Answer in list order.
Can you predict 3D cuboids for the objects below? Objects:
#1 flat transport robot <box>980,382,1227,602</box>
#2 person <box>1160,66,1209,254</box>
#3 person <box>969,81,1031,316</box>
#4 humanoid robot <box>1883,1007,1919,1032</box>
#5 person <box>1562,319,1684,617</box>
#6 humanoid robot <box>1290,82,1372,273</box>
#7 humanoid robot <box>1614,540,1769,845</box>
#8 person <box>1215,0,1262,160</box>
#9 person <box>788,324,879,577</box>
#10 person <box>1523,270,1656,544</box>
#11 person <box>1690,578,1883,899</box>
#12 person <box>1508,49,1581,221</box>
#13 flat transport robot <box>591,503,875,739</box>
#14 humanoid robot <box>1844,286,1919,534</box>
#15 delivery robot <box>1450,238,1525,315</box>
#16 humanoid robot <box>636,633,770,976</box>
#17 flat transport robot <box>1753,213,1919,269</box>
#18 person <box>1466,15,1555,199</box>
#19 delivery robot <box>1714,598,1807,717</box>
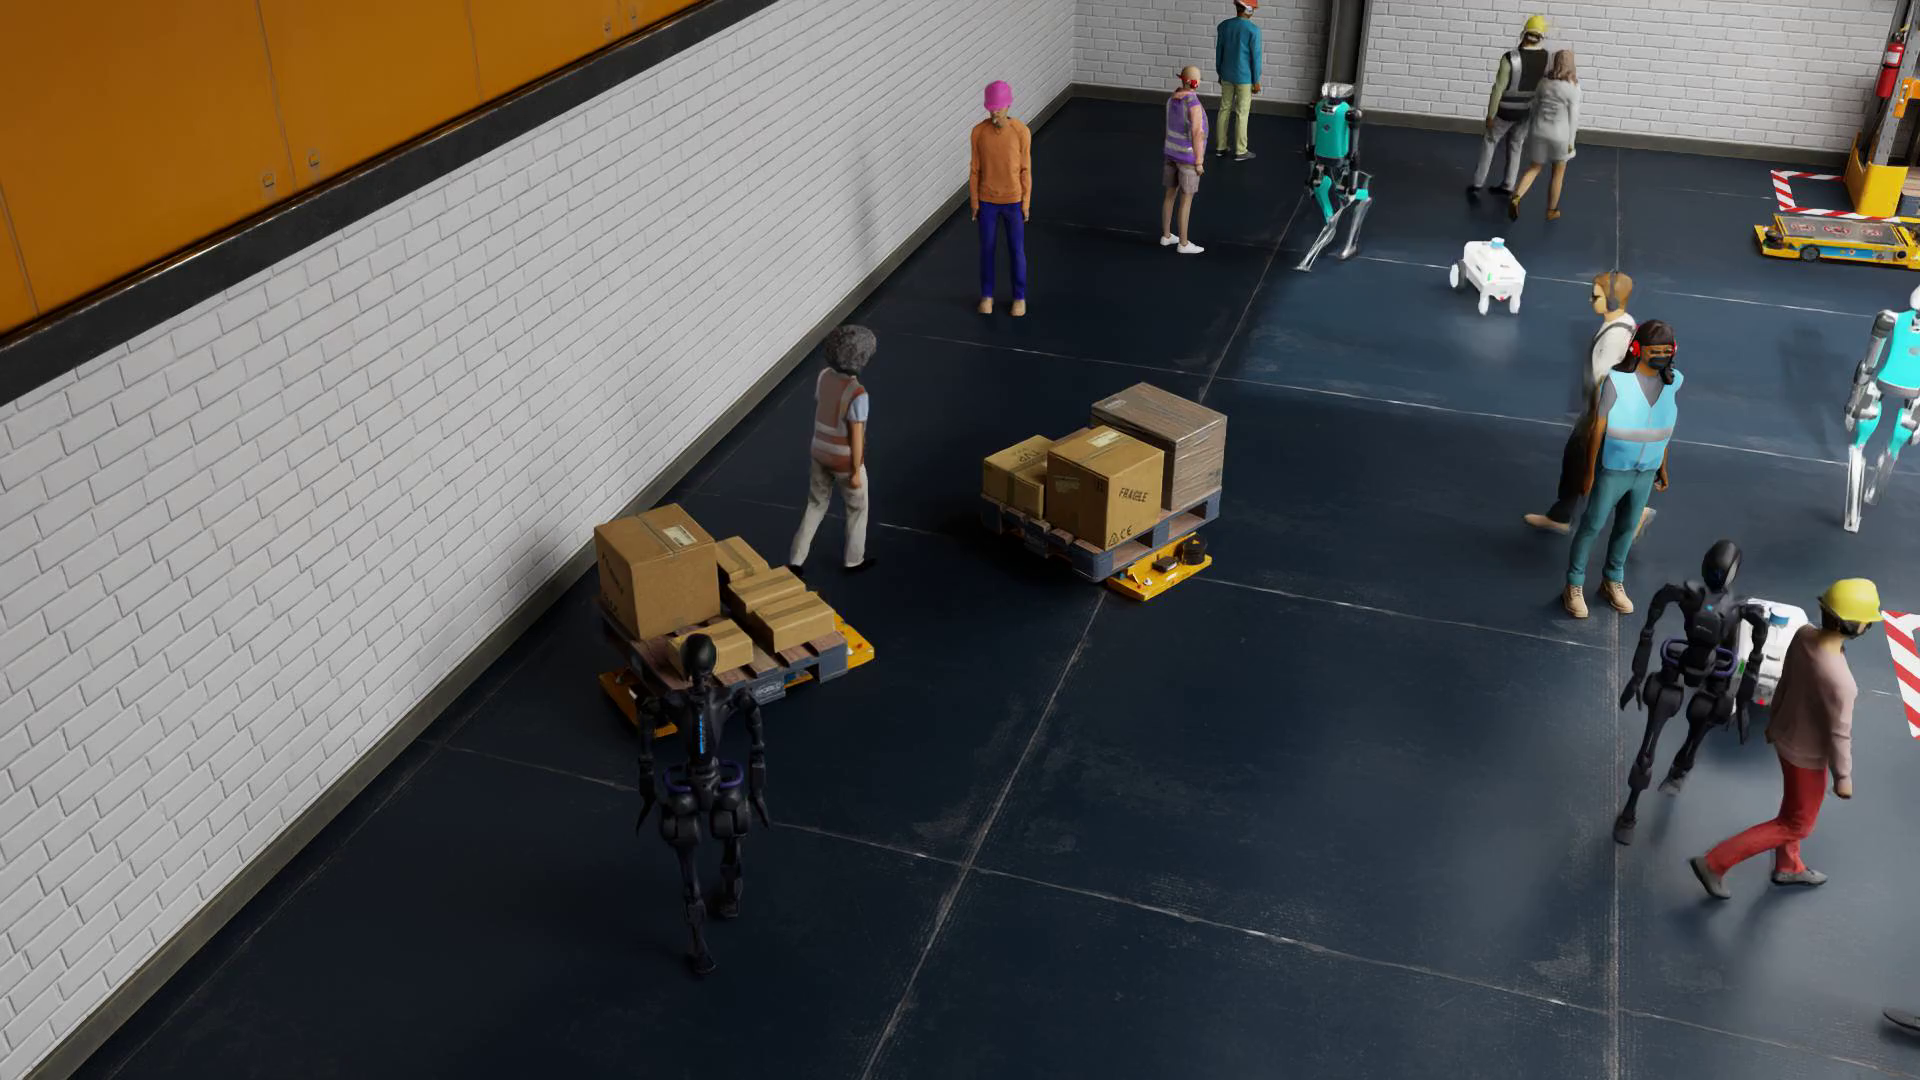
[{"bbox_3d":[0.863,-0.055,10.718,0.659,0.231,1.431,-26,39,-37],"label":"flat transport robot"},{"bbox_3d":[2.023,-3.442,15.074,0.347,1.694,0.482,-16,34,-25],"label":"person"},{"bbox_3d":[0.326,-2.816,13.745,0.515,1.972,0.404,5,31,8],"label":"person"},{"bbox_3d":[4.256,1.526,6.657,0.629,1.643,0.598,15,33,23],"label":"humanoid robot"},{"bbox_3d":[3.897,-0.417,9.757,0.541,1.865,0.378,-5,31,-8],"label":"person"},{"bbox_3d":[3.363,-3.181,14.645,0.547,1.768,1.062,26,39,37],"label":"humanoid robot"},{"bbox_3d":[3.566,0.702,8.108,0.606,1.650,0.728,16,34,25],"label":"humanoid robot"},{"bbox_3d":[2.939,-4.887,17.483,0.336,1.741,0.562,-27,40,-37],"label":"person"},{"bbox_3d":[-0.797,-0.491,10.089,0.458,1.656,0.632,26,39,36],"label":"person"},{"bbox_3d":[4.091,-0.798,10.449,0.706,1.822,0.540,14,33,22],"label":"person"},{"bbox_3d":[3.823,0.935,7.569,0.674,1.742,0.532,4,31,7],"label":"person"},{"bbox_3d":[5.563,-3.806,15.746,0.506,1.642,0.621,23,38,34],"label":"person"},{"bbox_3d":[-1.266,0.682,9.465,1.431,0.231,0.659,-19,35,-29],"label":"flat transport robot"},{"bbox_3d":[6.002,-0.853,10.715,0.553,1.846,0.892,16,34,25],"label":"humanoid robot"},{"bbox_3d":[4.556,-2.296,14.243,0.499,0.589,0.784,-1,30,-1],"label":"delivery robot"},{"bbox_3d":[-1.148,1.119,7.344,0.593,1.641,0.628,-6,31,-10],"label":"humanoid robot"},{"bbox_3d":[8.120,-2.743,15.292,1.431,0.231,0.659,8,31,13],"label":"flat transport robot"},{"bbox_3d":[5.386,-4.214,16.285,0.660,1.800,0.501,-8,31,-14],"label":"person"},{"bbox_3d":[4.487,0.644,9.236,0.499,0.583,0.767,13,33,21],"label":"delivery robot"}]
